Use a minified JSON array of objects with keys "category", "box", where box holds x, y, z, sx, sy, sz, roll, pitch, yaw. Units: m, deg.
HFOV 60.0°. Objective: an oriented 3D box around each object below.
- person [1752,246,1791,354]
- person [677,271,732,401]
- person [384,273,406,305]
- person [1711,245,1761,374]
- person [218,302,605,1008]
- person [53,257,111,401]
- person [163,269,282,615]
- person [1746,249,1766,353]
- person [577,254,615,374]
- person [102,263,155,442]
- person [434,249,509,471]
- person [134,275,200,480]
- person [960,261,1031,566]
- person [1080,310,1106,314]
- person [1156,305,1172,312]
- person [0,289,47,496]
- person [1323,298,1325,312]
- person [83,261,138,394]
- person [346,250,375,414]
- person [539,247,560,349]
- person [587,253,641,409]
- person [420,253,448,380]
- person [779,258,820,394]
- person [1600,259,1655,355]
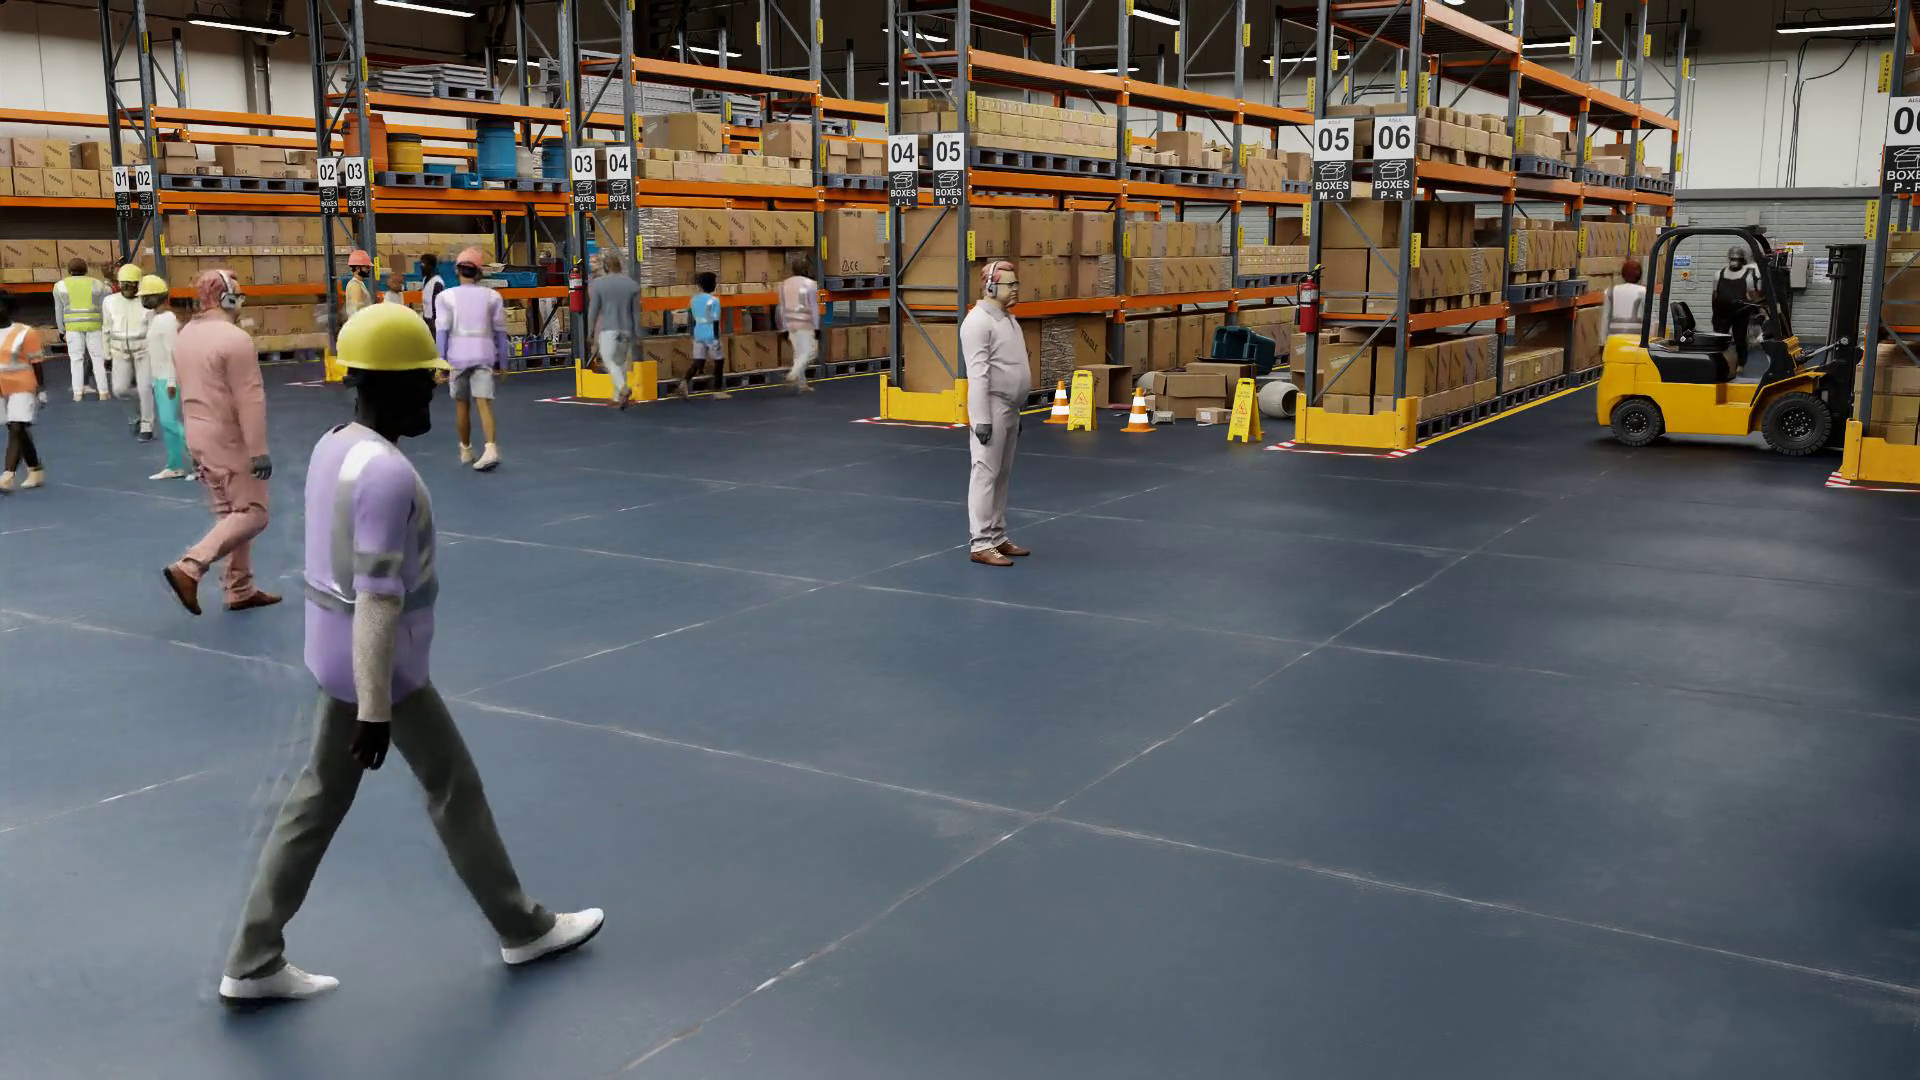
[{"category":"person","box":[14.626,-4.295,29.958,0.750,1.971,0.631,-3,11,-17]},{"category":"person","box":[-3.277,-2.596,21.257,0.534,1.669,0.739,8,13,40]},{"category":"person","box":[-7.778,-2.905,23.156,0.680,1.609,0.514,2,10,10]},{"category":"person","box":[11.946,-3.563,25.644,0.687,2.000,0.987,8,13,37]},{"category":"person","box":[-1.531,0.310,4.442,1.030,1.869,0.603,-7,12,-34]},{"category":"person","box":[-11.285,-2.711,21.426,0.626,1.847,0.429,-5,11,-26]},{"category":"person","box":[-4.021,-0.509,8.970,0.657,1.884,0.638,8,13,39]},{"category":"person","box":[14.740,-4.373,30.562,0.823,1.912,0.643,1,10,3]},{"category":"person","box":[-5.609,-3.459,25.570,0.677,1.851,0.993,8,13,37]},{"category":"person","box":[-8.412,-1.900,16.947,0.618,1.816,0.417,-2,10,-10]},{"category":"person","box":[-4.368,-1.605,14.896,0.671,1.986,1.022,-4,11,-23]},{"category":"person","box":[-6.744,-1.367,14.184,0.470,1.758,0.546,-8,13,-38]},{"category":"person","box":[0.247,-0.802,10.558,0.410,1.909,0.642,4,11,20]},{"category":"person","box":[2.187,-3.865,27.467,0.382,1.995,0.612,-9,14,-41]},{"category":"person","box":[3.809,-4.290,30.142,1.059,1.907,0.608,-9,14,-42]},{"category":"person","box":[-7.717,-1.188,13.411,0.545,1.646,0.867,1,10,4]},{"category":"person","box":[8.032,-5.316,36.076,0.627,1.820,0.580,10,14,44]},{"category":"person","box":[-11.466,-2.846,22.351,0.995,1.801,0.511,-7,12,-34]},{"category":"person","box":[-7.047,-2.442,19.657,0.357,1.936,0.551,-4,11,-20]},{"category":"person","box":[-7.927,-4.638,31.956,0.631,1.940,0.370,10,14,44]},{"category":"person","box":[-4.132,-2.514,20.146,0.655,1.908,0.768,-7,12,-36]},{"category":"person","box":[-7.417,-3.135,23.681,0.817,1.893,0.598,-5,11,-28]},{"category":"person","box":[-2.152,-2.842,22.207,0.641,1.828,0.579,8,13,38]},{"category":"person","box":[7.639,-2.295,19.102,0.936,1.849,0.589,-10,14,-43]}]
